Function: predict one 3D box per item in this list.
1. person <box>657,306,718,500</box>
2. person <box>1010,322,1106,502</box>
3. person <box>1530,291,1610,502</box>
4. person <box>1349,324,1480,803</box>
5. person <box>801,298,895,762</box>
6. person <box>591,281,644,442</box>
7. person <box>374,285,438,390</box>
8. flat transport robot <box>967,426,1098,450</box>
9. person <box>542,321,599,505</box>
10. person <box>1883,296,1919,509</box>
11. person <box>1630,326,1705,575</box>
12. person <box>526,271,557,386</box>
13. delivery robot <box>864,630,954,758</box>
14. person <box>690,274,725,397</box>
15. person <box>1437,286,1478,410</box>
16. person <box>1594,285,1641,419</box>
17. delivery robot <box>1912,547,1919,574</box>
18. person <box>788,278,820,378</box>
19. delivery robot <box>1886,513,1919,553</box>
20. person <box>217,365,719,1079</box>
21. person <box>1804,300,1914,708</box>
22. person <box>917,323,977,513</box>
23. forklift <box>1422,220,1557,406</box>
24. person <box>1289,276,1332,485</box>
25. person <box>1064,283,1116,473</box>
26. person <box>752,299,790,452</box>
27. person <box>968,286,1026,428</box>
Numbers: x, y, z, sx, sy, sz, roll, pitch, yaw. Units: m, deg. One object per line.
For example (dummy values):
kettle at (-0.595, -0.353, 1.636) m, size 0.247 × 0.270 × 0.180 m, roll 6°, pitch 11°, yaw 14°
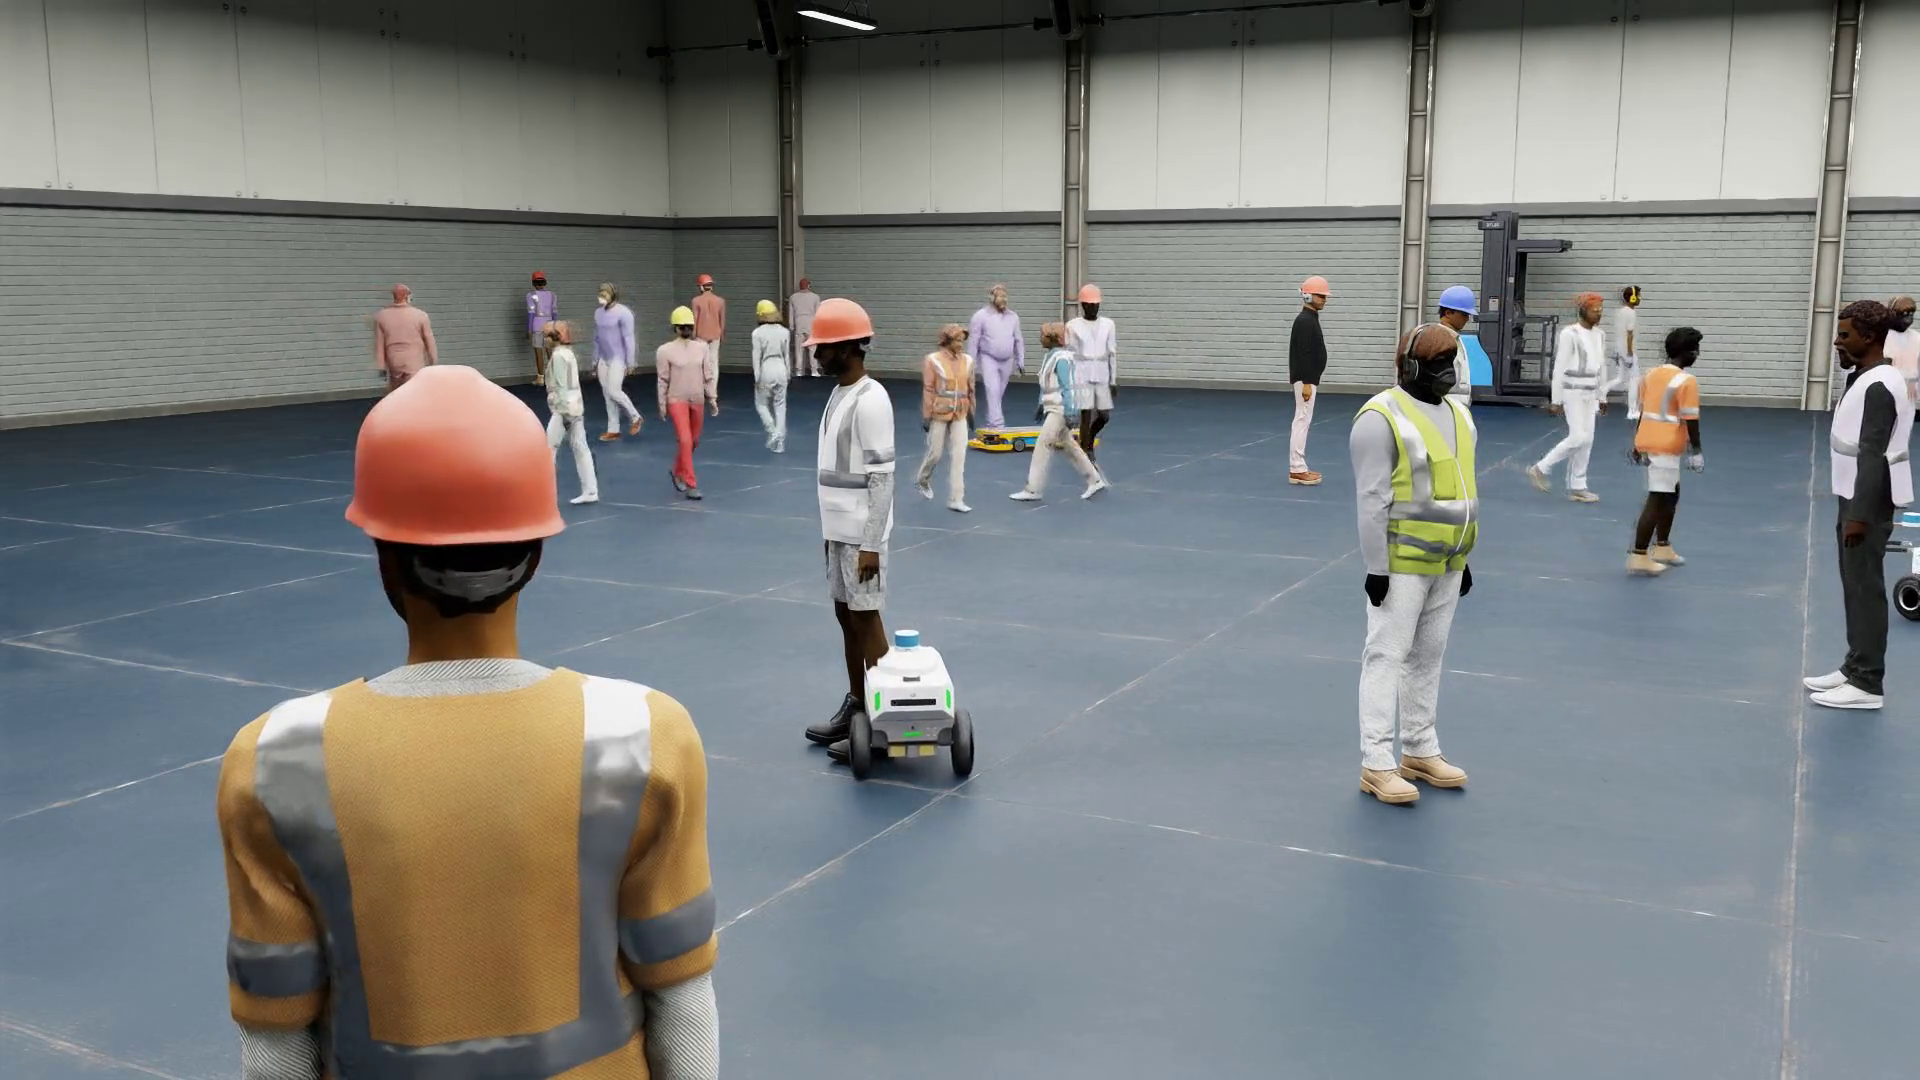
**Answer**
person at (-2.533, -1.275, 15.210) m, size 0.521 × 1.736 × 0.826 m, roll -6°, pitch 11°, yaw -34°
person at (0.903, -1.145, 14.816) m, size 0.870 × 1.593 × 0.518 m, roll -1°, pitch 9°, yaw -7°
person at (5.469, -1.276, 14.814) m, size 0.603 × 1.868 × 0.491 m, roll -7°, pitch 12°, yaw -39°
person at (1.800, 0.083, 6.519) m, size 0.627 × 1.844 × 0.429 m, roll -7°, pitch 12°, yaw -38°
person at (-0.471, -0.043, 7.010) m, size 0.360 × 1.931 × 0.553 m, roll -4°, pitch 10°, yaw -21°
person at (-4.159, -2.146, 20.028) m, size 0.624 × 1.919 × 0.485 m, roll 8°, pitch 12°, yaw 42°
person at (-6.596, -2.104, 19.939) m, size 0.661 × 1.867 × 0.959 m, roll 0°, pitch 9°, yaw 2°
flat transport robot at (0.829, -1.196, 19.365) m, size 1.431 × 0.197 × 0.652 m, roll -4°, pitch 10°, yaw -25°
person at (-3.561, -1.100, 14.529) m, size 0.814 × 1.599 × 0.530 m, roll 0°, pitch 9°, yaw 0°
person at (8.075, -1.202, 14.468) m, size 0.649 × 1.829 × 0.538 m, roll -1°, pitch 9°, yaw -7°
person at (4.830, -0.604, 11.239) m, size 0.607 × 1.669 × 0.560 m, roll -1°, pitch 9°, yaw -5°
person at (-7.495, -3.782, 29.739) m, size 0.383 × 2.039 × 0.614 m, roll 8°, pitch 12°, yaw 41°
delivery robot at (-0.223, 0.622, 6.990) m, size 0.477 × 0.478 × 0.707 m, roll -1°, pitch 9°, yaw -6°
person at (-4.096, -3.297, 26.937) m, size 0.633 × 1.989 × 0.439 m, roll -6°, pitch 11°, yaw -31°
person at (3.543, -0.879, 12.152) m, size 0.397 × 1.939 × 0.602 m, roll 5°, pitch 11°, yaw 30°
person at (9.202, -2.609, 23.118) m, size 0.765 × 1.851 × 0.522 m, roll 0°, pitch 9°, yaw 2°
delivery robot at (5.923, 0.190, 9.660) m, size 0.477 × 0.478 × 0.707 m, roll -3°, pitch 10°, yaw -18°
person at (-2.965, -4.079, 31.995) m, size 0.644 × 1.905 × 0.400 m, roll 1°, pitch 9°, yaw 7°
delivery robot at (5.926, -0.053, 10.359) m, size 0.698 × 0.223 × 0.335 m, roll 4°, pitch 10°, yaw 22°
person at (-0.561, 0.765, 2.002) m, size 0.545 × 1.942 × 0.351 m, roll -2°, pitch 9°, yaw -13°
person at (4.295, -0.173, 7.890) m, size 0.377 × 1.913 × 0.588 m, roll 3°, pitch 10°, yaw 21°
person at (-0.134, -1.071, 14.380) m, size 0.529 × 1.612 × 0.683 m, roll -5°, pitch 11°, yaw -29°
forklift at (8.245, -3.527, 25.720) m, size 1.873 × 2.768 × 1.129 m, roll 5°, pitch 10°, yaw 27°
person at (3.388, -1.551, 16.126) m, size 0.397 × 1.992 × 0.623 m, roll 2°, pitch 9°, yaw 14°
person at (1.320, -1.655, 16.998) m, size 0.558 × 1.918 × 0.553 m, roll -2°, pitch 10°, yaw -15°
person at (-2.132, -1.850, 18.816) m, size 0.502 × 1.727 × 0.380 m, roll -5°, pitch 11°, yaw -30°
person at (0.489, -2.132, 20.130) m, size 0.682 × 1.855 × 0.988 m, roll -5°, pitch 11°, yaw -29°
